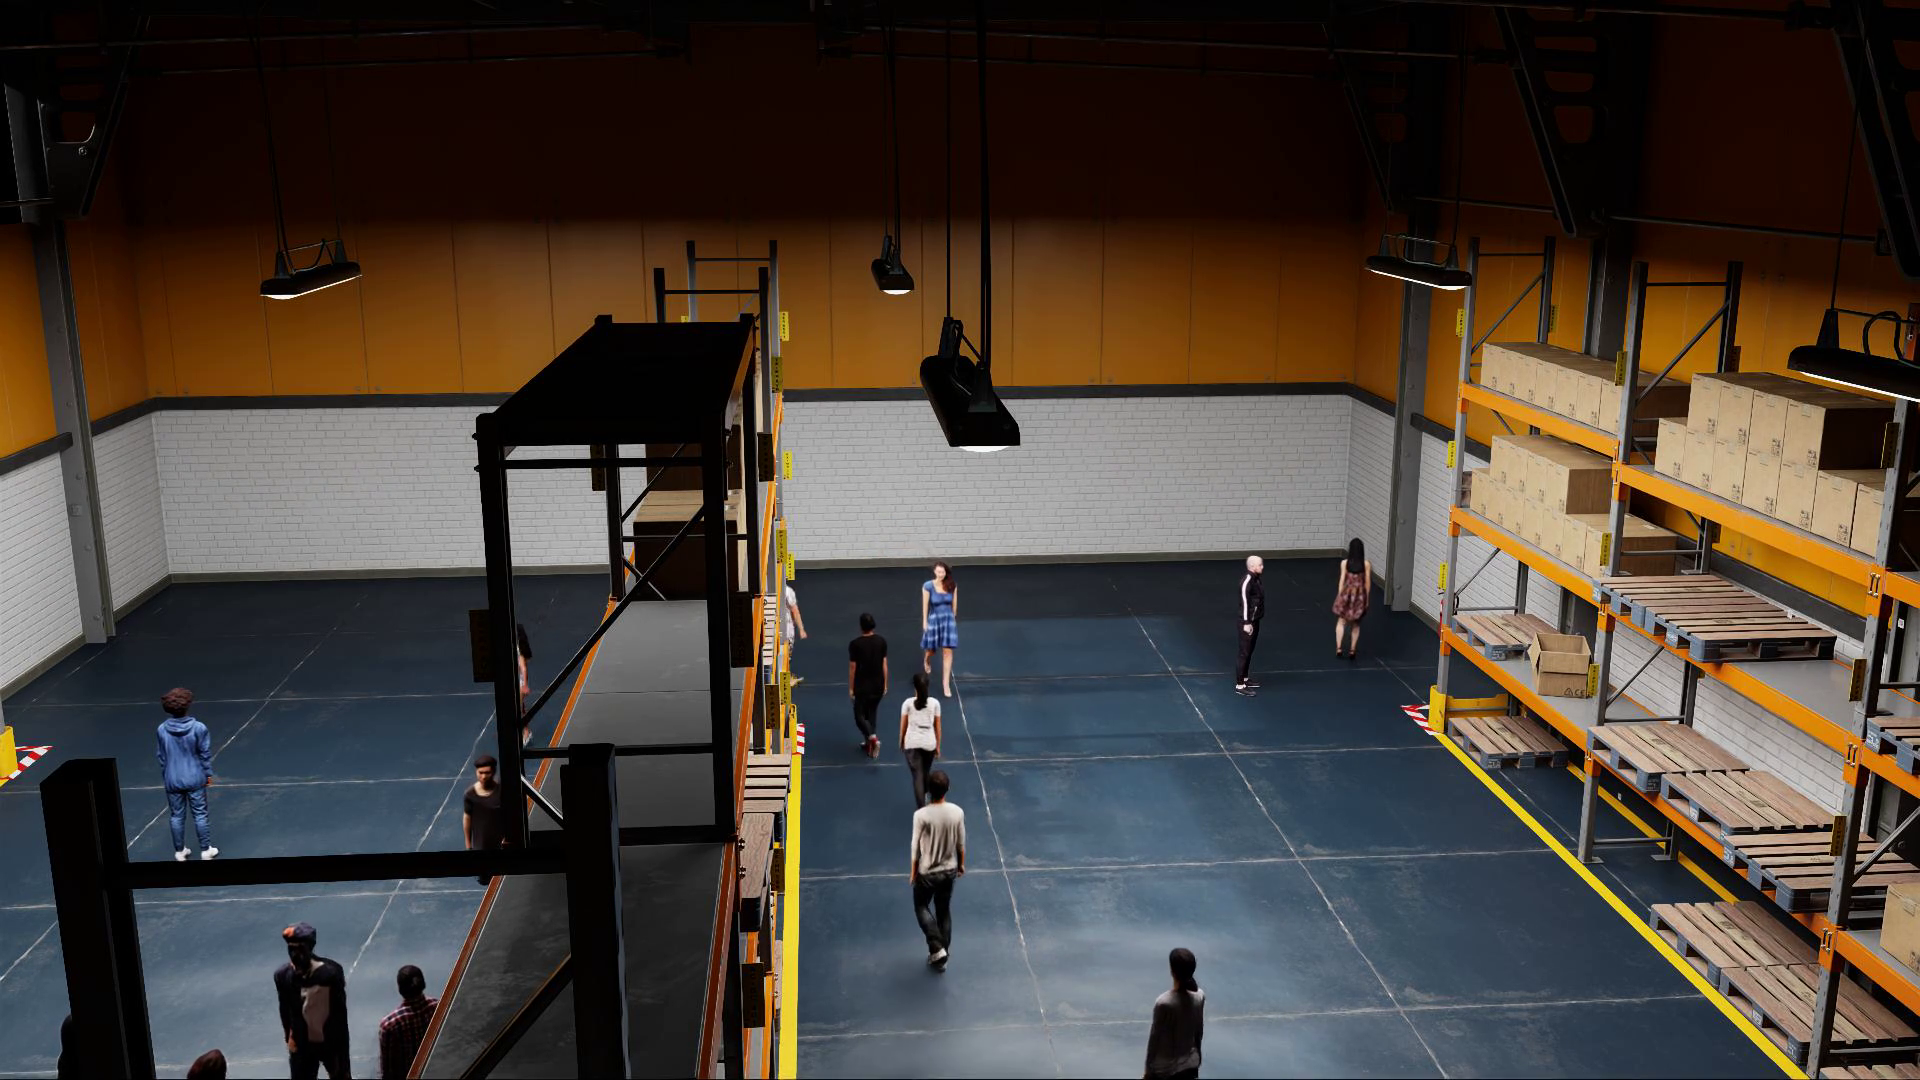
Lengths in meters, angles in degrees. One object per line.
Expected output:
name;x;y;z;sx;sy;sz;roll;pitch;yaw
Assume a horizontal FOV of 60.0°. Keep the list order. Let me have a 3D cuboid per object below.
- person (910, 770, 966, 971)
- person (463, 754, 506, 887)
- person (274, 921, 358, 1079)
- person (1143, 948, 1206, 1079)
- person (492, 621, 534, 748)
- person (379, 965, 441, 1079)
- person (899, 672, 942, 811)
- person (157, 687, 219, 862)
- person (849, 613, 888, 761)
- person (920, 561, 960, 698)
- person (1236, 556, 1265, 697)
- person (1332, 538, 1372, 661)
person;-0.169;2.904;14.414;0.764;1.801;0.791;-6;15;-22
person;-4.300;2.732;15.354;0.652;1.692;0.912;-2;14;-8
person;-4.472;3.526;11.721;0.704;1.858;1.192;0;14;-2
person;1.514;3.665;11.379;0.849;1.749;1.015;-8;16;-31
person;-5.211;1.706;19.767;0.753;1.610;0.814;11;17;38
person;-3.644;3.688;11.266;0.760;1.757;0.761;-10;17;-36
person;-0.408;2.237;17.598;0.639;1.599;1.107;-2;14;-10
person;-7.761;2.359;16.652;0.675;1.807;0.570;-2;14;-9
person;-1.050;1.735;19.372;0.846;1.739;1.033;-6;15;-25
person;-0.275;1.134;21.754;0.758;1.787;1.044;-4;14;-15
person;3.782;1.092;21.821;0.816;1.836;0.676;5;14;20
person;5.456;0.844;22.984;0.743;1.770;0.744;2;14;9
